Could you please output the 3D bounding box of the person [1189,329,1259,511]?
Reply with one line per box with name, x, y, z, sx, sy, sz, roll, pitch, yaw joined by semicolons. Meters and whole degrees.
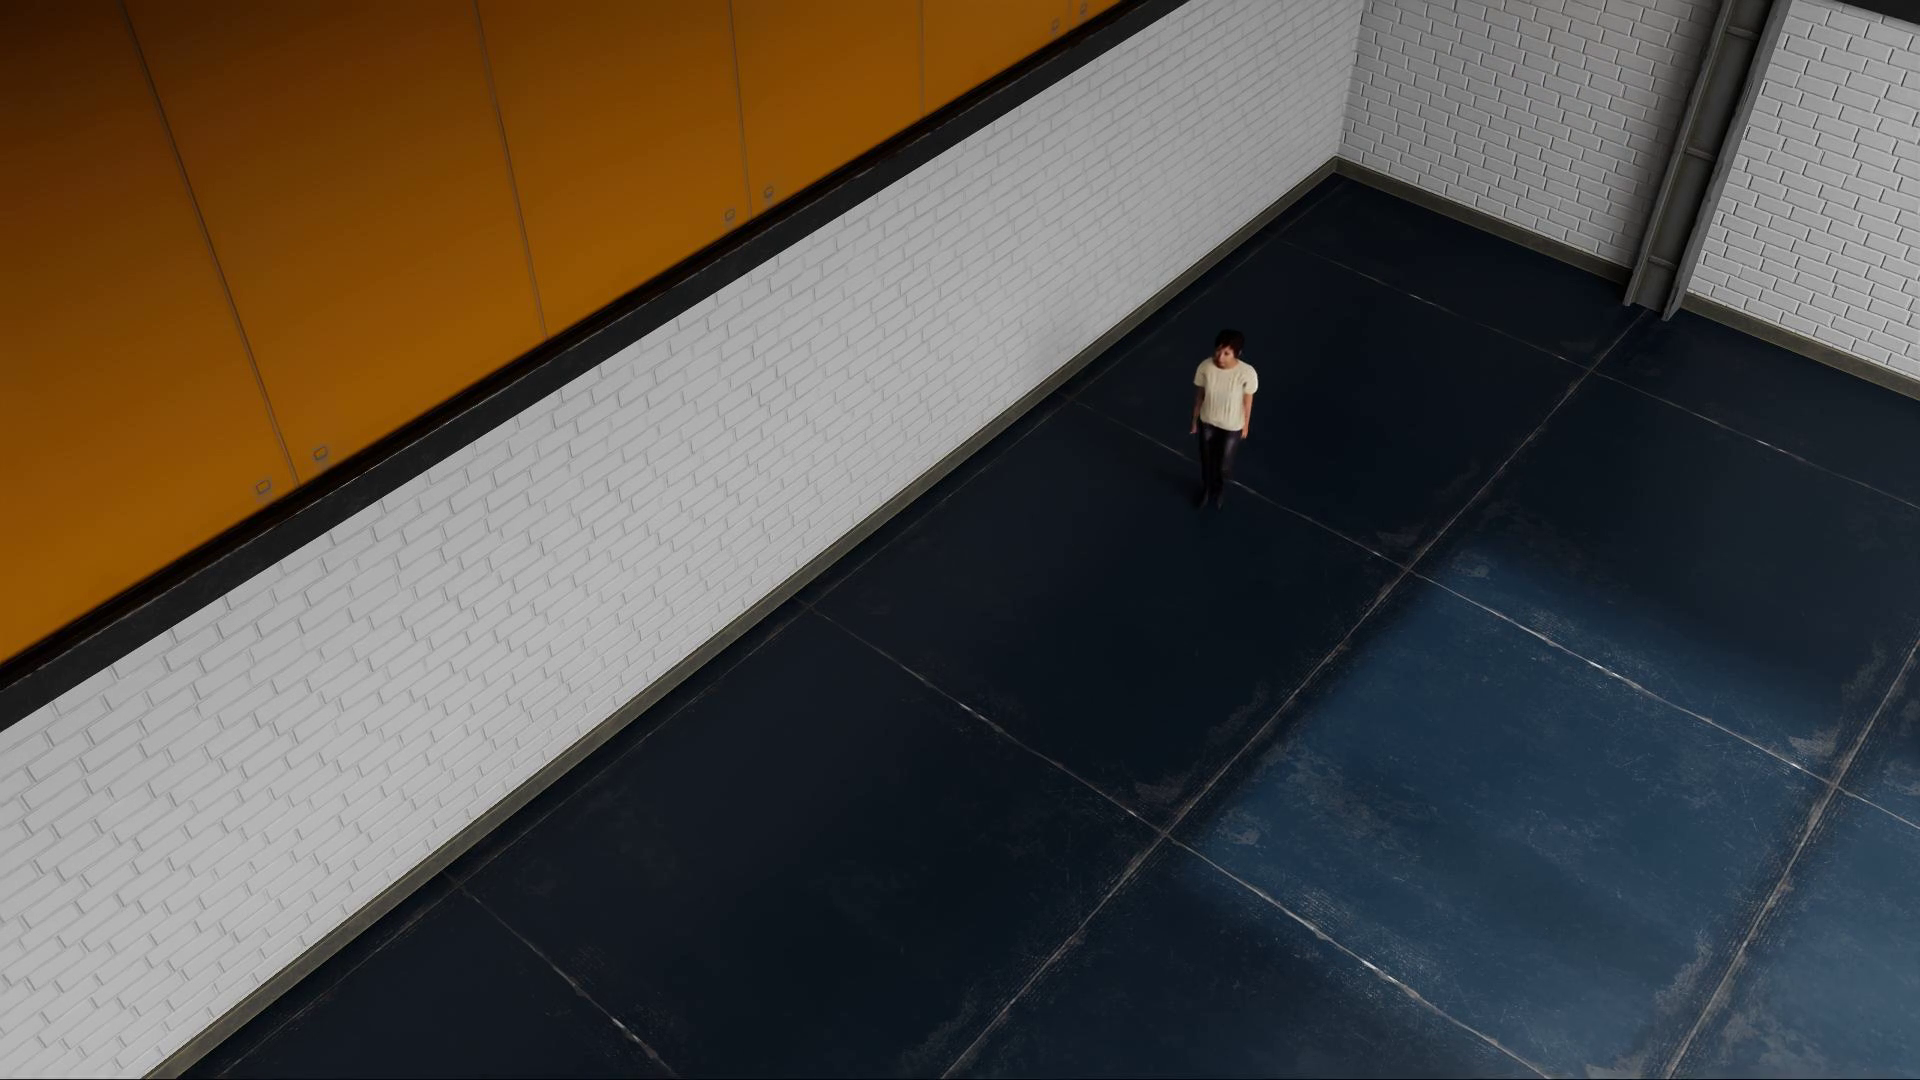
person;1.880;-0.869;11.785;0.549;1.578;0.702;21;48;21
